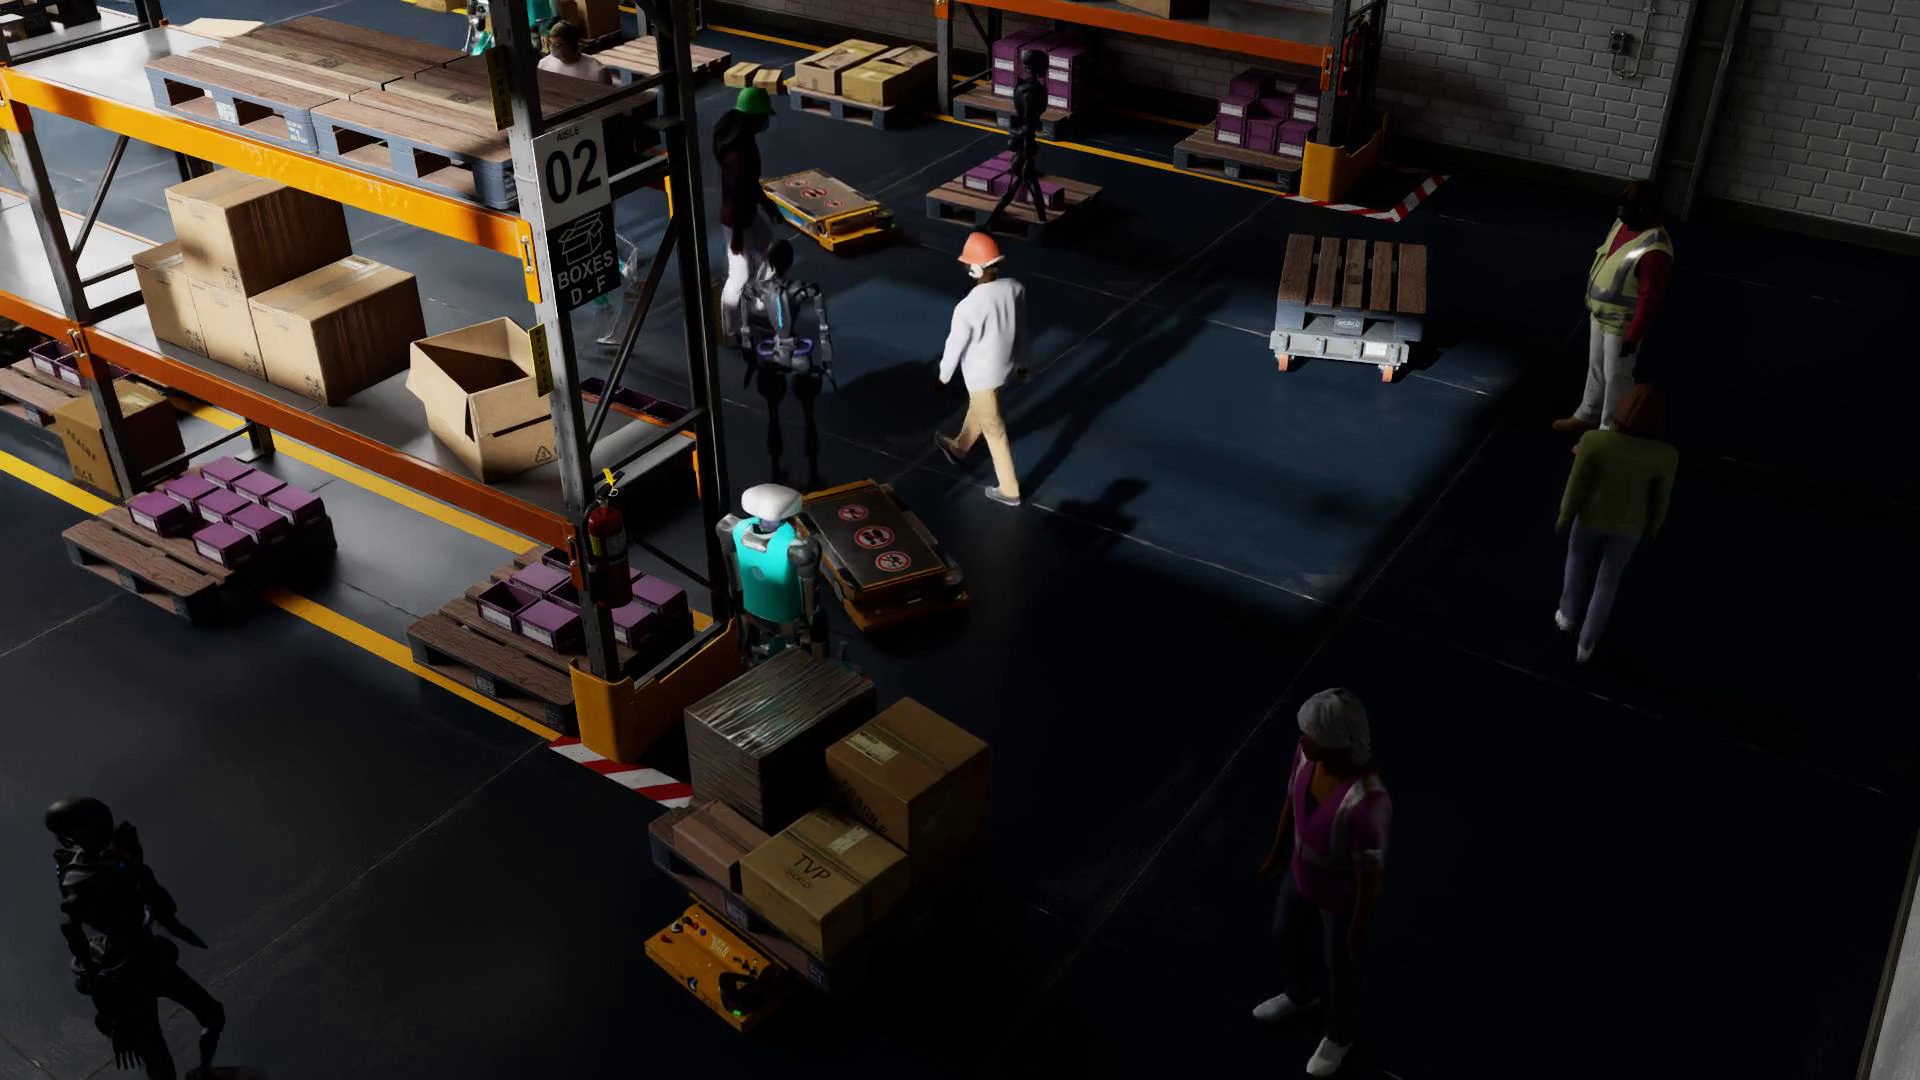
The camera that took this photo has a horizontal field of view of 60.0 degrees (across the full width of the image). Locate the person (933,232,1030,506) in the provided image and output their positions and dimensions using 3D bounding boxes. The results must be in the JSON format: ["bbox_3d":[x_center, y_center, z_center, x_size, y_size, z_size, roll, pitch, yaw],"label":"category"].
[{"bbox_3d":[0.098,-1.078,10.206,0.870,1.704,0.568,24,40,32],"label":"person"}]

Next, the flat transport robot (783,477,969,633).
[{"bbox_3d":[-0.542,0.034,9.820,0.659,0.231,1.431,-14,36,-21],"label":"flat transport robot"}]

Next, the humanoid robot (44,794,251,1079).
[{"bbox_3d":[-3.029,1.590,6.130,0.323,1.648,0.602,-1,33,-2],"label":"humanoid robot"}]

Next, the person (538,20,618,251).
[{"bbox_3d":[-3.007,-3.159,13.202,0.627,1.936,0.374,10,34,15],"label":"person"}]

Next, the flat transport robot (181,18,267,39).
[{"bbox_3d":[-7.097,-4.067,16.124,1.431,0.231,0.659,7,34,10],"label":"flat transport robot"}]

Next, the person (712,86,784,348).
[{"bbox_3d":[-1.541,-2.303,11.930,0.626,1.907,0.511,0,33,-1],"label":"person"}]

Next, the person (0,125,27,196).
[{"bbox_3d":[-8.300,-3.619,14.092,0.564,1.731,0.573,8,34,12],"label":"person"}]

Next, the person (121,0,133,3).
[{"bbox_3d":[-10.014,-7.233,19.630,0.543,1.743,0.815,3,33,5],"label":"person"}]

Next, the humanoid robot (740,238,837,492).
[{"bbox_3d":[-1.055,-1.065,10.217,0.589,1.659,0.323,0,33,0],"label":"humanoid robot"}]

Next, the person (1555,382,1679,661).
[{"bbox_3d":[3.458,-0.128,8.835,0.526,1.611,0.546,12,35,18],"label":"person"}]

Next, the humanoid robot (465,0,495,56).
[{"bbox_3d":[-4.545,-4.700,15.757,0.604,1.779,0.820,13,35,19],"label":"humanoid robot"}]

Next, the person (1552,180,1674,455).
[{"bbox_3d":[4.181,-1.405,10.591,0.431,1.844,0.623,-1,33,-2],"label":"person"}]

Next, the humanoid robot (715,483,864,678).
[{"bbox_3d":[-0.713,0.427,7.876,0.544,1.782,0.872,19,37,26],"label":"humanoid robot"}]

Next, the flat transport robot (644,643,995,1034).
[{"bbox_3d":[-0.649,1.575,7.452,0.659,0.231,1.431,27,42,35],"label":"flat transport robot"}]

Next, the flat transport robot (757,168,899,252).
[{"bbox_3d":[-1.192,-2.846,14.248,0.659,0.231,1.431,-21,39,-29],"label":"flat transport robot"}]

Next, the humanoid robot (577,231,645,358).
[{"bbox_3d":[-2.549,-2.078,11.755,0.745,1.822,0.535,3,33,5],"label":"humanoid robot"}]

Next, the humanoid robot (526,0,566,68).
[{"bbox_3d":[-3.715,-4.419,15.334,0.542,1.759,0.888,-26,41,-34],"label":"humanoid robot"}]

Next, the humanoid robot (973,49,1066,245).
[{"bbox_3d":[0.498,-3.185,13.538,0.786,1.636,0.611,2,33,4],"label":"humanoid robot"}]

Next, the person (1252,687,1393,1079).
[{"bbox_3d":[1.403,1.314,6.427,0.406,1.828,0.526,-13,35,-19],"label":"person"}]
